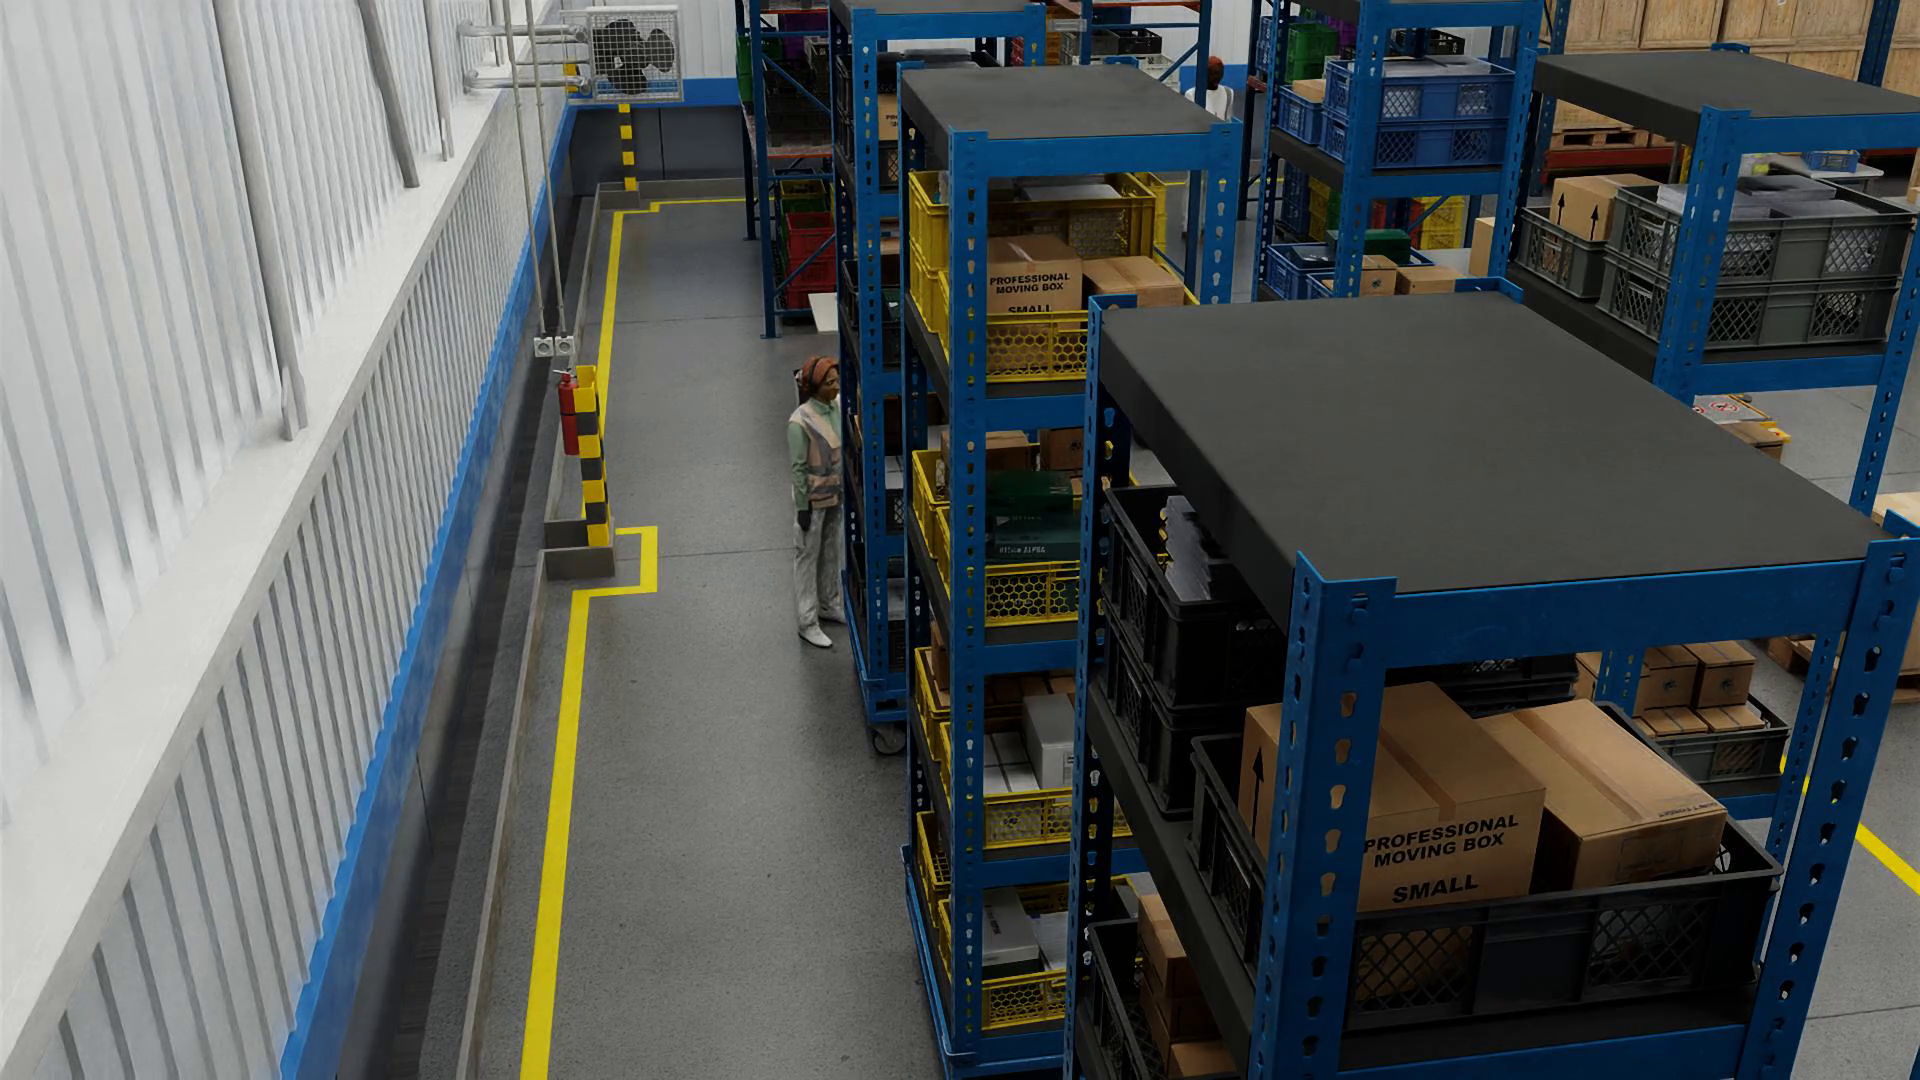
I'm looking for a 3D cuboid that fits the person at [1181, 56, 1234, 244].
[{"bbox_3d":[2.522,-3.979,17.001,0.575,1.881,0.356,-10,27,-21],"label":"person"}]

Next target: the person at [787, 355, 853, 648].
[{"bbox_3d":[-0.752,-0.232,9.140,0.315,1.641,0.515,13,28,27],"label":"person"}]
